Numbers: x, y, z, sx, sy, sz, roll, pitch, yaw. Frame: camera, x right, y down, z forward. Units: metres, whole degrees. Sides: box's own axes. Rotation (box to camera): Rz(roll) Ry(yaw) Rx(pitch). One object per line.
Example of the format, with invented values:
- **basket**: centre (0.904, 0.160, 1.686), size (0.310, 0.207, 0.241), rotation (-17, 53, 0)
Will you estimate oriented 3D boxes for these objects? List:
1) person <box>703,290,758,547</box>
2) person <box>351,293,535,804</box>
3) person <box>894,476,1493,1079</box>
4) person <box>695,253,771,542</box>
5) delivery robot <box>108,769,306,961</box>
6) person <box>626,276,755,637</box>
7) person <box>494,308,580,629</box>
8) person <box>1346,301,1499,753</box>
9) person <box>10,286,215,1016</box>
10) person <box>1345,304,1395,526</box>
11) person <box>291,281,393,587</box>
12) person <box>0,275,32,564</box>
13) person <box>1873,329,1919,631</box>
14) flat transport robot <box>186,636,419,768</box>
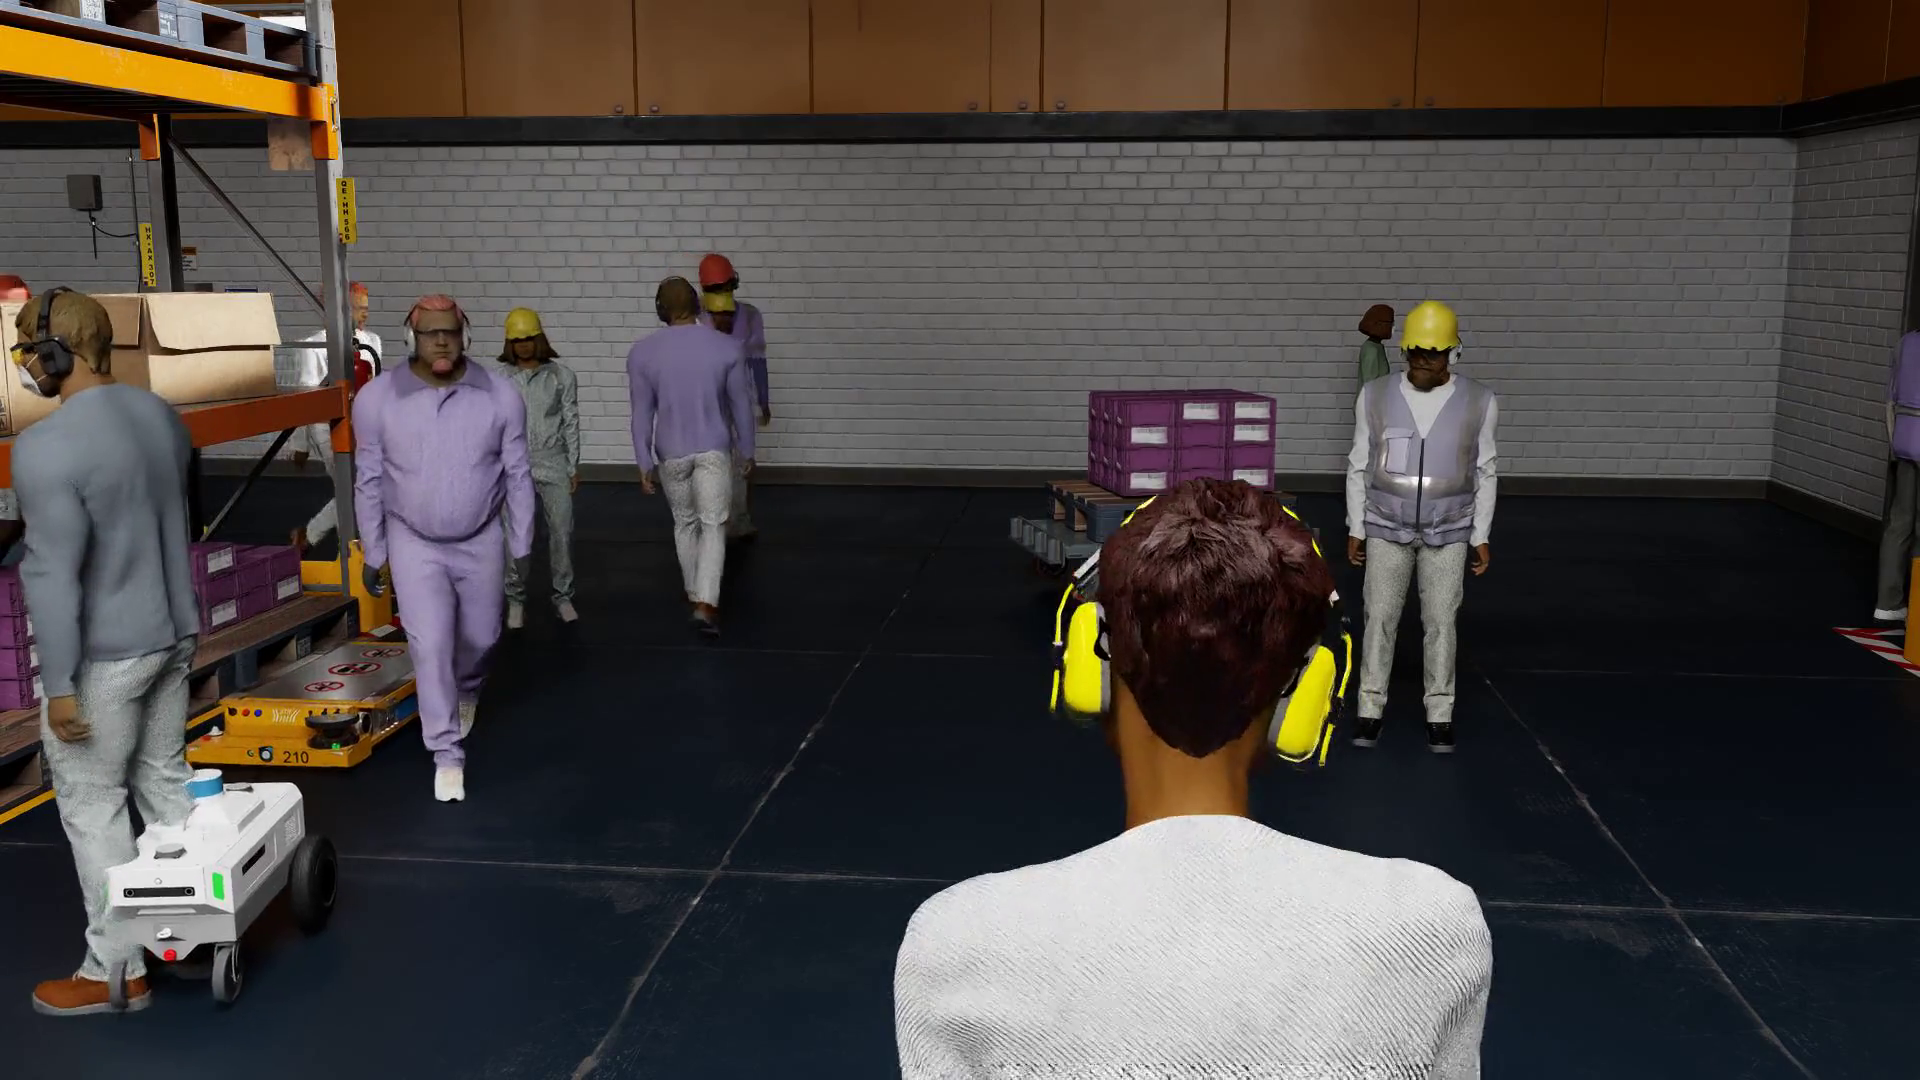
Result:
- **person**: centre (-1.725, -0.873, 11.547), size (0.595, 1.800, 0.875), rotation (-7, 12, -35)
- **person**: centre (-1.974, -0.012, 6.390), size (0.656, 1.876, 0.877), rotation (-4, 11, -22)
- **person**: centre (0.190, 0.873, 1.373), size (0.598, 1.849, 0.530), rotation (-1, 10, -6)
- **person**: centre (-1.608, -0.975, 11.517), size (0.650, 2.000, 0.653), rotation (-5, 11, -28)
- **delivery robot**: centre (-2.120, 0.891, 4.694), size (0.477, 0.478, 0.707), rotation (-1, 10, -4)
- **person**: centre (-1.428, -0.450, 8.855), size (0.655, 1.897, 0.976), rotation (-1, 10, -3)
- **person**: centre (-2.269, -0.378, 8.887), size (0.488, 1.714, 0.465), rotation (-2, 10, -12)
- **person**: centre (1.850, -0.047, 6.706), size (0.588, 1.822, 0.403), rotation (3, 10, 16)
- **person**: centre (-2.252, 0.299, 4.431), size (0.409, 1.925, 0.647), rotation (1, 10, 7)
- **person**: centre (3.009, -0.904, 12.170), size (0.288, 1.627, 0.501), rotation (3, 10, 18)
- **person**: centre (-3.782, -0.629, 9.968), size (0.778, 1.853, 0.605), rotation (4, 11, 23)
- **person**: centre (-5.057, -0.443, 8.771), size (0.551, 1.902, 0.955), rotation (5, 11, 25)
- **person**: centre (5.176, -0.470, 8.838), size (0.385, 1.922, 0.594), rotation (-1, 10, -6)
- **flat transport robot**: centre (-2.605, 0.660, 7.094), size (0.652, 0.197, 1.431), rotation (1, 10, 5)
